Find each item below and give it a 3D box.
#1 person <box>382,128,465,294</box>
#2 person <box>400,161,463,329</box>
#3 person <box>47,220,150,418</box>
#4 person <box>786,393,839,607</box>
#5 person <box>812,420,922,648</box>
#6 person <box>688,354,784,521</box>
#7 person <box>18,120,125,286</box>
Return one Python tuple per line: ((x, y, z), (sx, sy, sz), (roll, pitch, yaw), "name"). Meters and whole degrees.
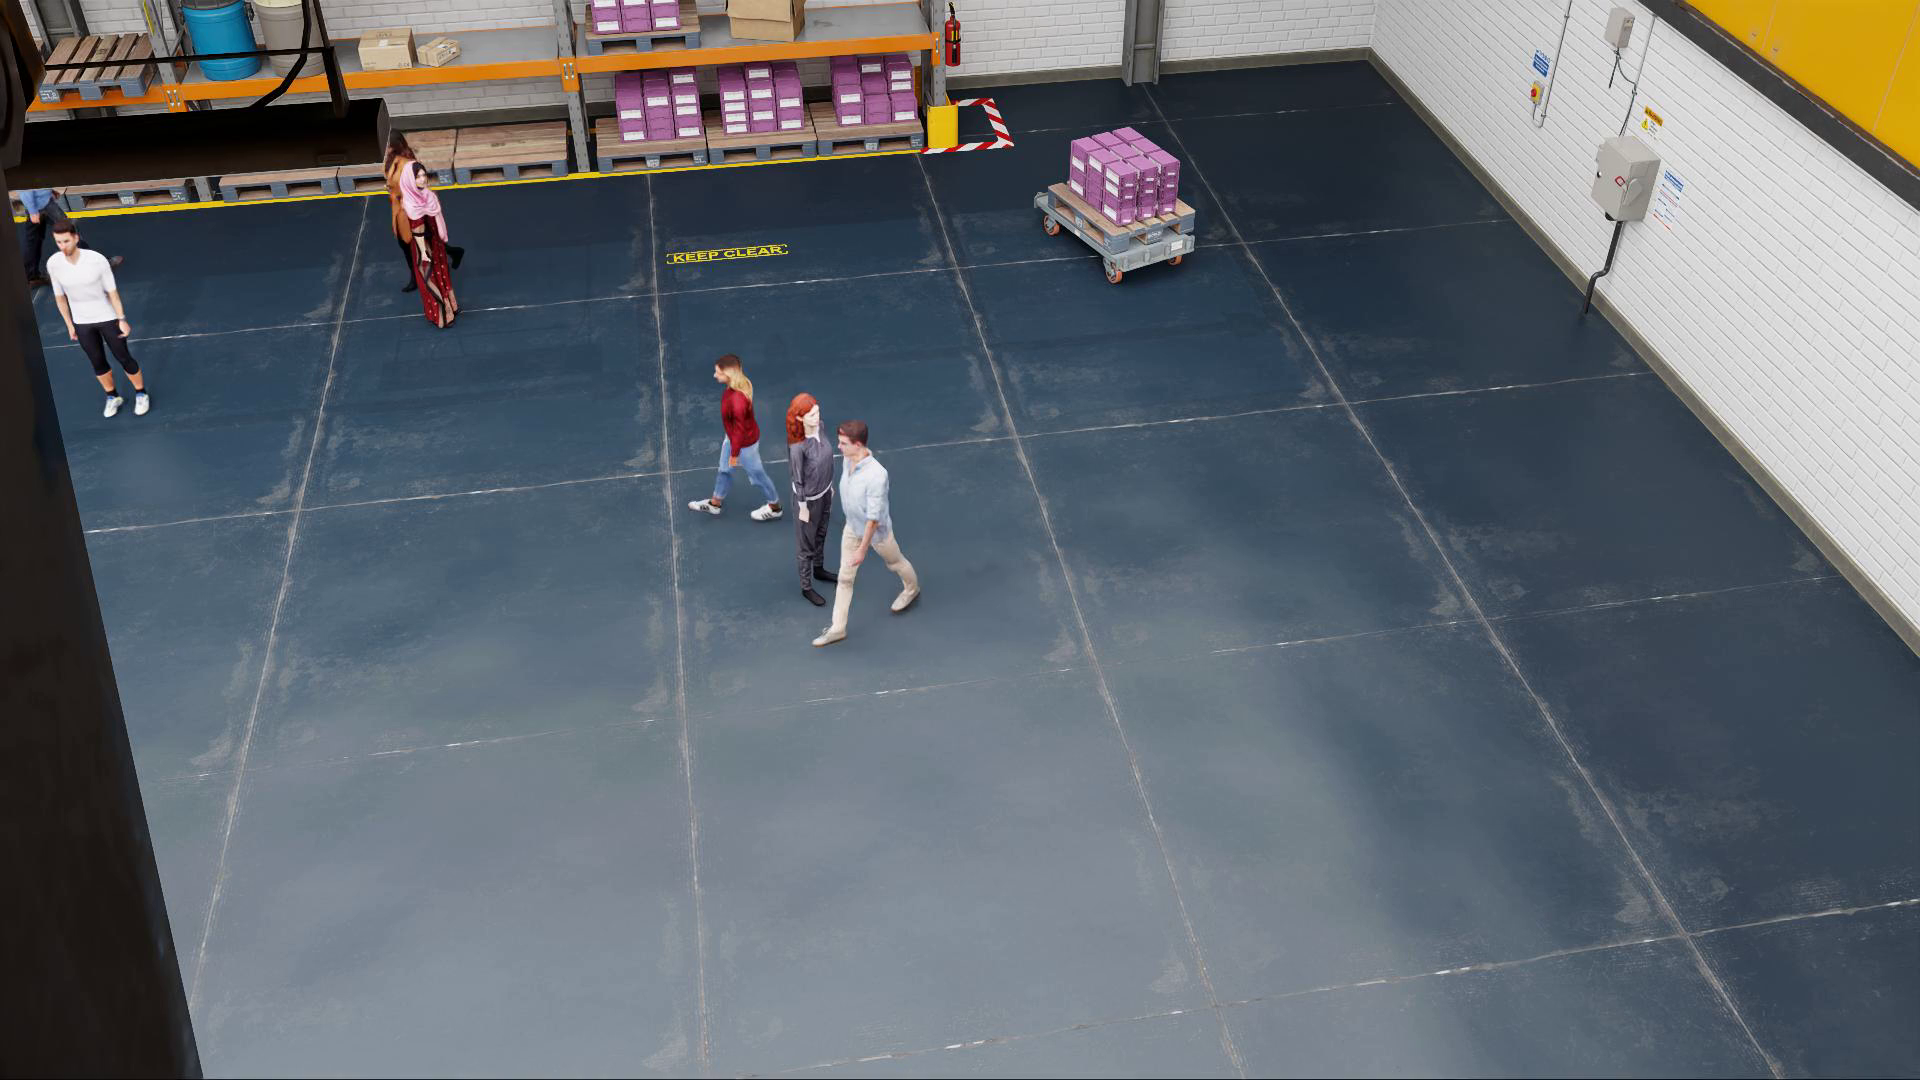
((-5.169, -3.154, 15.893), (1.064, 1.707, 0.980), (-20, 43, -23), "person")
((-4.952, -2.765, 15.463), (0.658, 1.636, 0.701), (1, 39, 1), "person")
((-7.384, -1.903, 14.215), (0.468, 1.847, 0.707), (-6, 39, -7), "person")
((-1.094, -0.327, 12.295), (0.677, 1.780, 0.654), (16, 41, 19), "person")
((-0.573, -0.091, 11.992), (1.310, 1.789, 1.088), (-29, 47, -31), "person")
((-1.615, -0.775, 13.006), (0.958, 1.593, 0.613), (-5, 39, -6), "person")
((-8.941, -3.246, 15.960), (1.242, 1.767, 0.922), (-18, 42, -21), "person")
